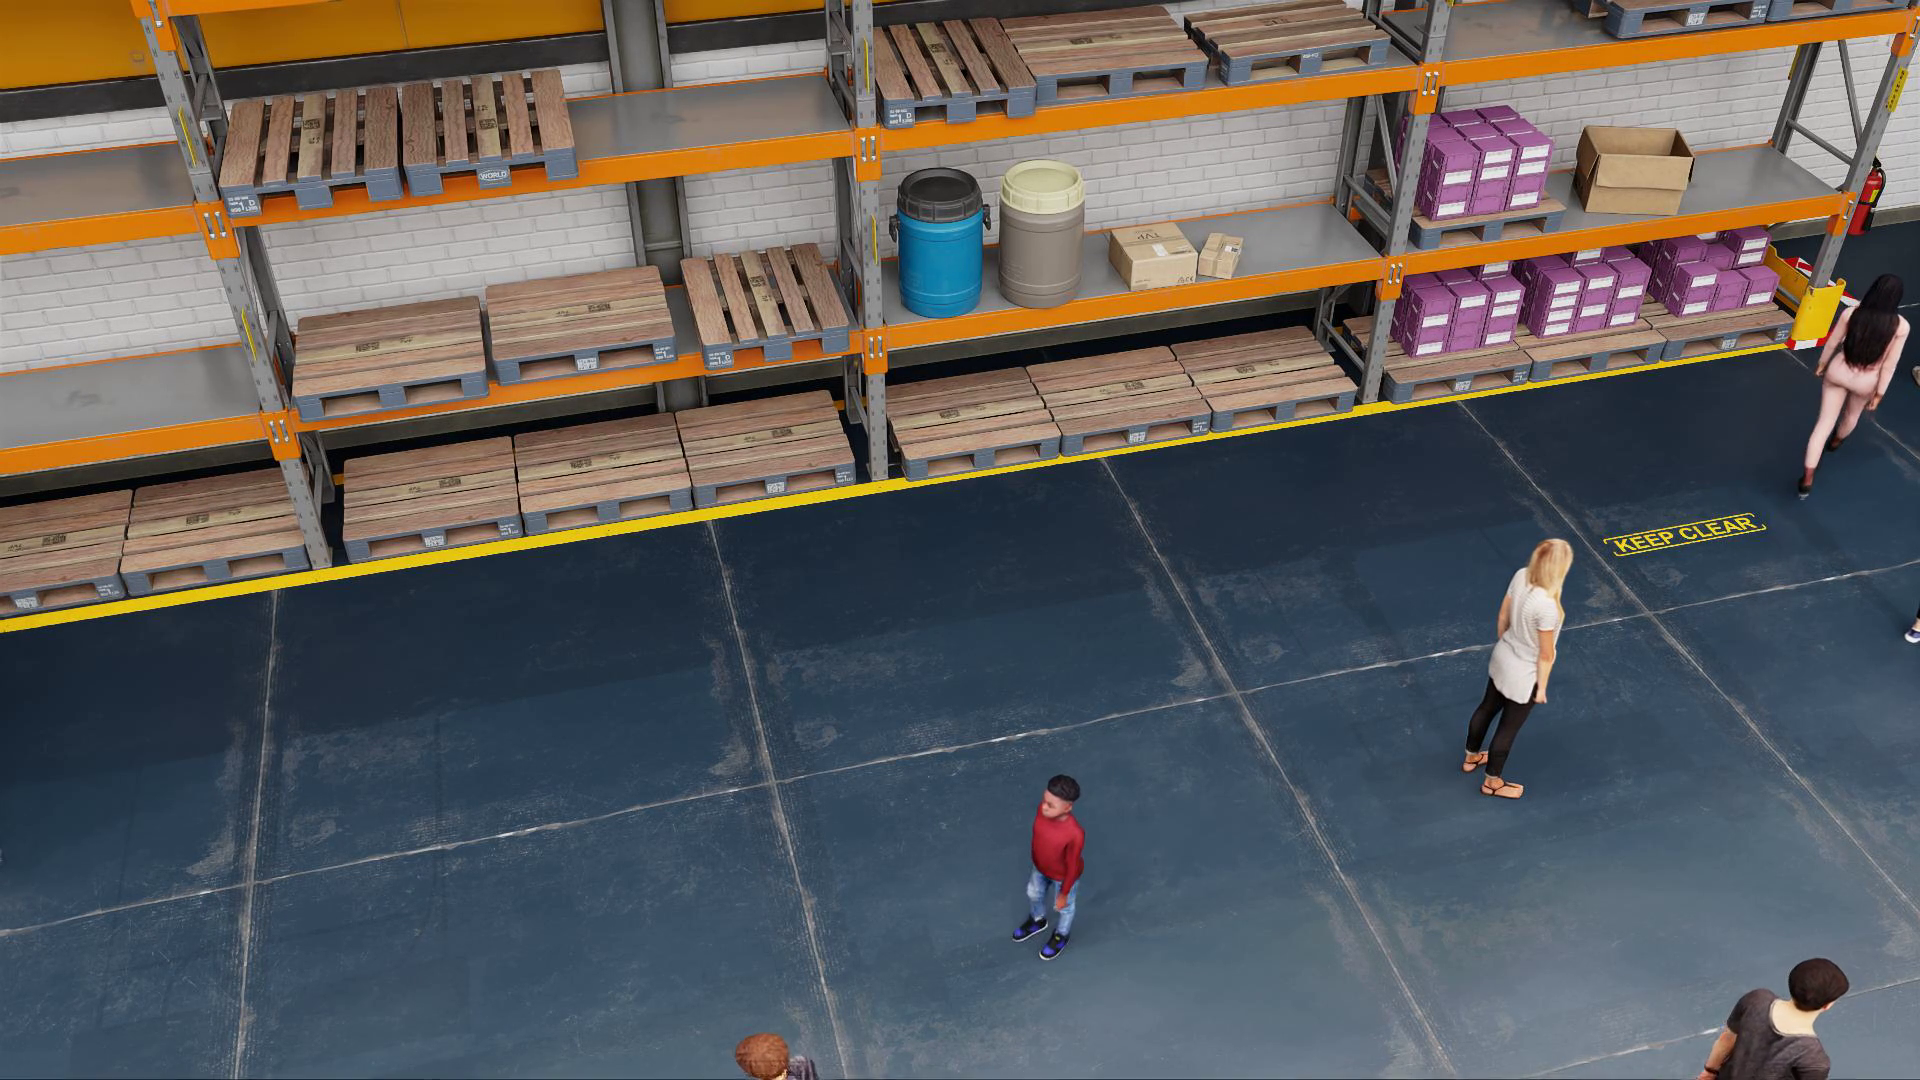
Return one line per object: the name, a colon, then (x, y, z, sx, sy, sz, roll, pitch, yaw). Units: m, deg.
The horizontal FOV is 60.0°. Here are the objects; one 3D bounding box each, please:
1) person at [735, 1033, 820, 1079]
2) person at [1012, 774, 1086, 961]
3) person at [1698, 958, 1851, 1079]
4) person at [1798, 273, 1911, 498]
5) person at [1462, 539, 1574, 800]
person: (-0.731, 2.685, 7.366, 0.779, 1.433, 0.796, -32, 48, -33)
person: (0.550, 1.691, 8.758, 0.633, 1.250, 0.598, -28, 46, -30)
person: (3.483, 2.503, 7.400, 1.016, 1.676, 0.618, -10, 40, -12)
person: (6.327, -1.062, 11.869, 1.122, 1.670, 1.209, 22, 43, 25)
person: (3.185, 0.721, 9.511, 0.514, 1.825, 0.606, -10, 40, -12)
